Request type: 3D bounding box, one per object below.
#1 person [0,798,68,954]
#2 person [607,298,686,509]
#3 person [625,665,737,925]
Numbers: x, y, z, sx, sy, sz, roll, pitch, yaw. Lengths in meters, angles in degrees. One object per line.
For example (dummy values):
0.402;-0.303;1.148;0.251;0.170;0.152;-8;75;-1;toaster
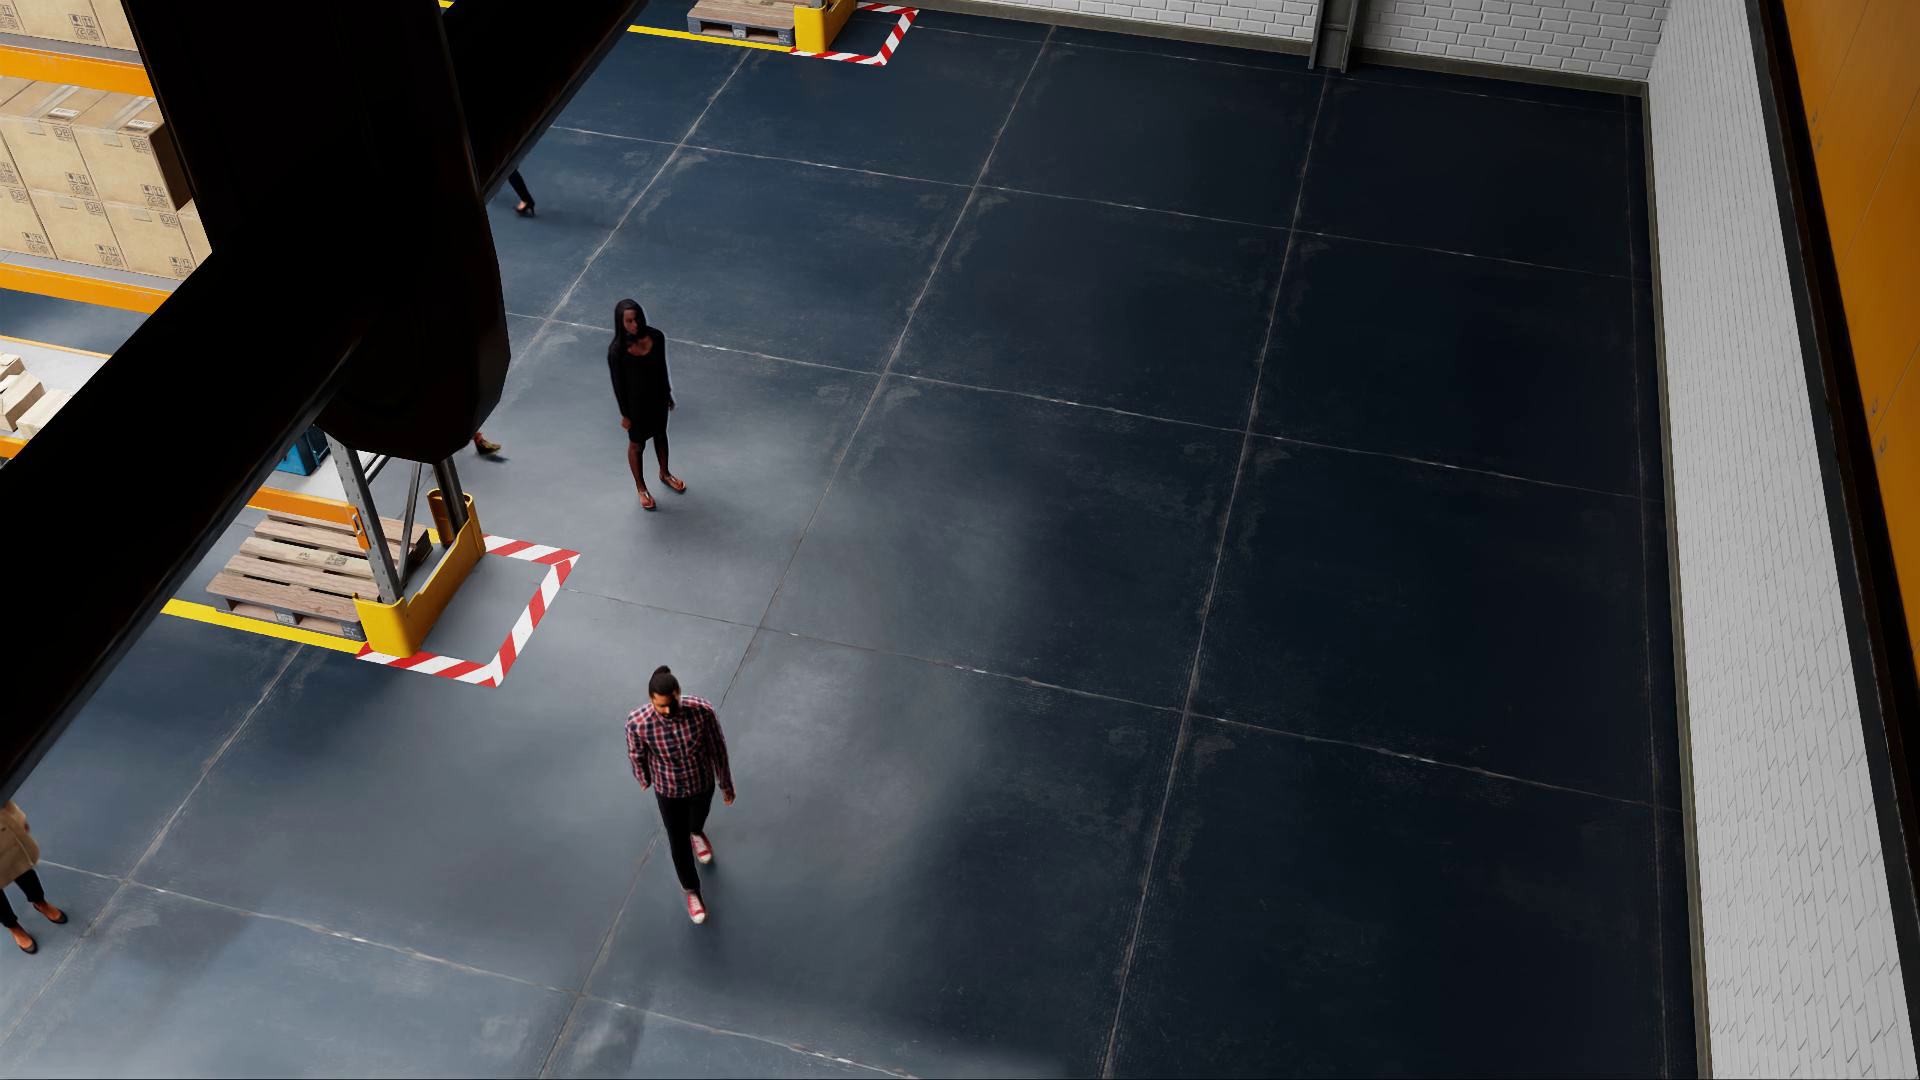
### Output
-5.446;1.689;9.283;0.627;1.682;0.697;22;48;21;person
-2.296;-1.010;12.088;0.689;1.720;0.695;-33;52;-29;person
-1.617;1.313;9.643;1.070;1.729;1.087;-16;46;-17;person
